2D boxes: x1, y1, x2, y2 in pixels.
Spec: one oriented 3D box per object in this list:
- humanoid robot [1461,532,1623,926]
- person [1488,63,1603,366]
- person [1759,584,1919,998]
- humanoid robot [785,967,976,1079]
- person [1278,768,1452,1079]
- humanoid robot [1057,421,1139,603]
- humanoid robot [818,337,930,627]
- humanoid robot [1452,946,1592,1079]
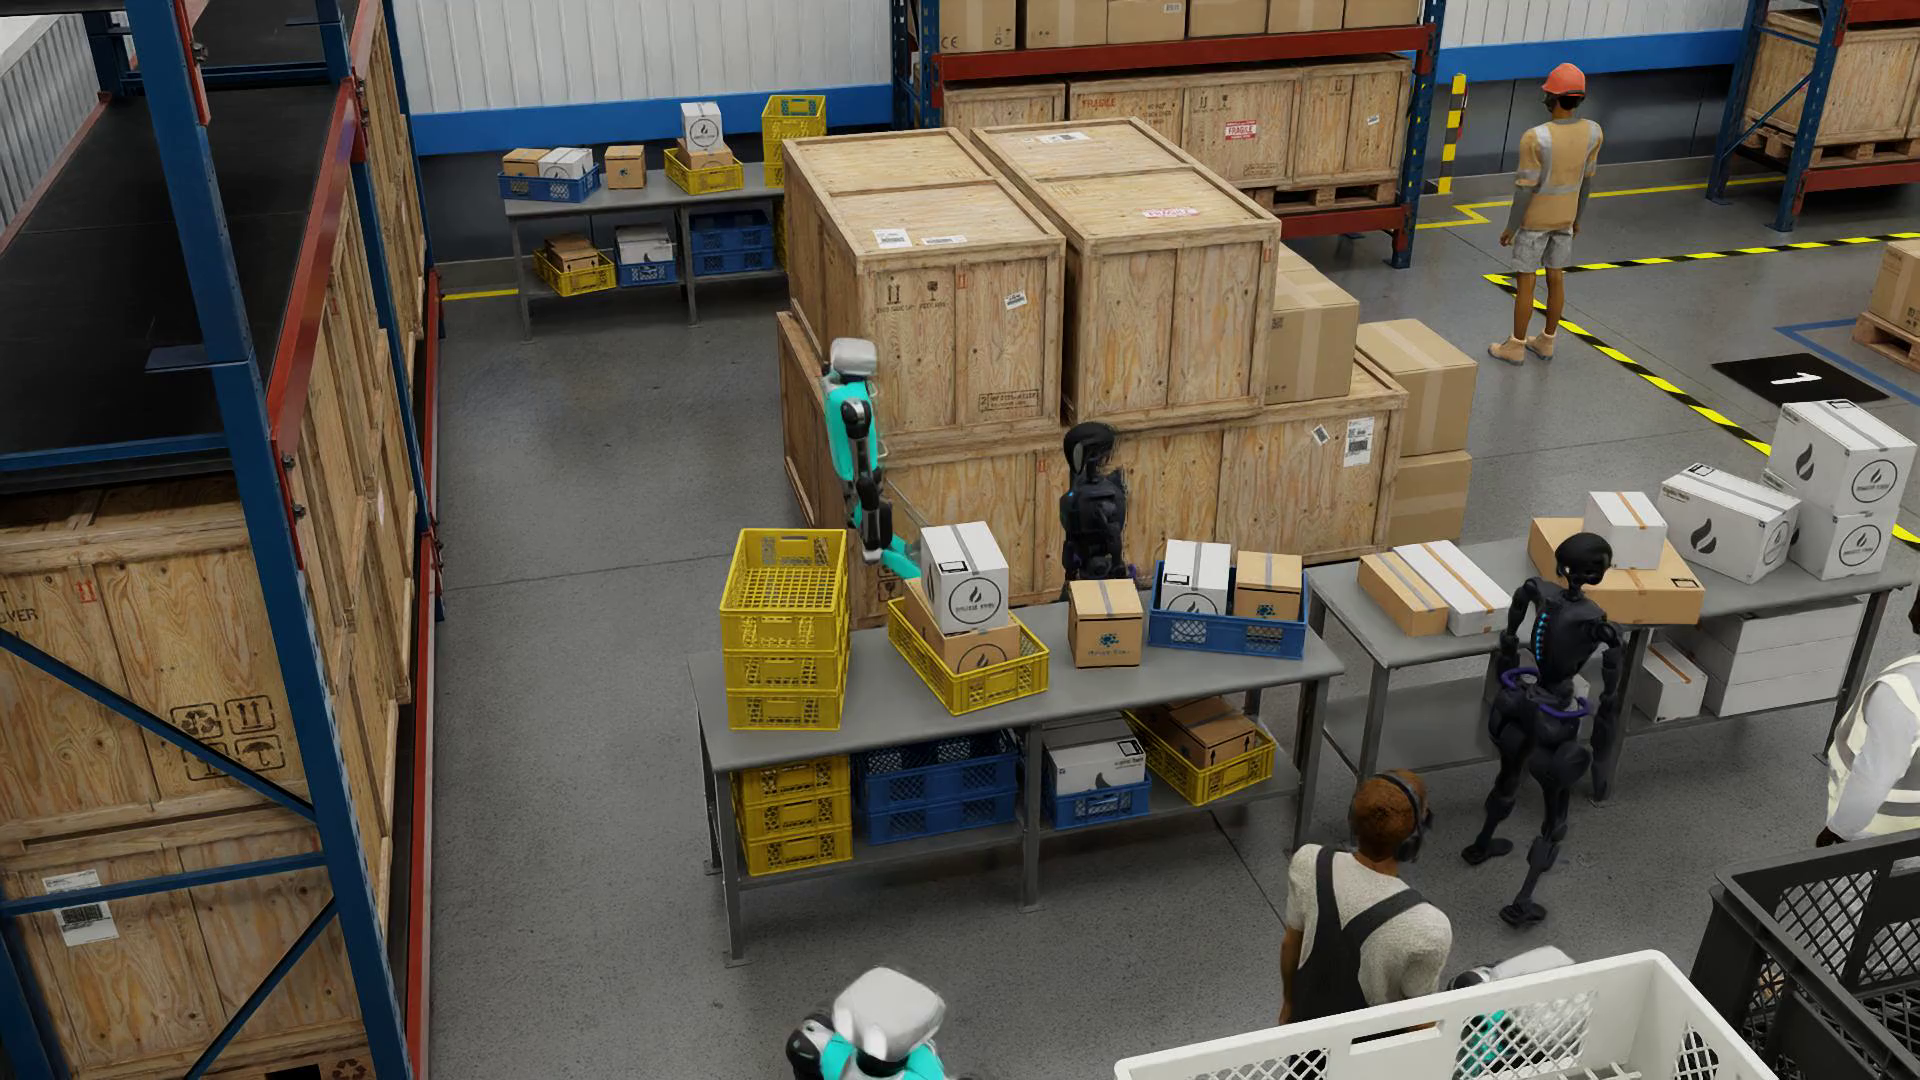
[{"bbox_3d":[2.234,0.702,6.397,0.445,1.633,0.600,-14,32,-24],"label":"humanoid robot"},{"bbox_3d":[3.940,-2.176,11.229,0.604,2.045,0.378,-9,30,-16],"label":"person"},{"bbox_3d":[3.246,0.915,5.824,0.632,1.842,0.429,-15,32,-25],"label":"person"},{"bbox_3d":[-0.033,1.714,4.535,0.530,1.780,1.006,15,32,25],"label":"humanoid robot"},{"bbox_3d":[1.137,1.450,4.862,0.340,1.838,0.503,-25,37,-38],"label":"person"},{"bbox_3d":[0.636,0.249,7.213,0.408,1.645,0.613,-8,30,-15],"label":"humanoid robot"},{"bbox_3d":[-0.205,-0.119,7.870,0.877,1.831,0.549,-8,30,-14],"label":"humanoid robot"},{"bbox_3d":[1.222,1.846,4.254,0.664,1.814,0.539,-15,32,-25],"label":"humanoid robot"}]
